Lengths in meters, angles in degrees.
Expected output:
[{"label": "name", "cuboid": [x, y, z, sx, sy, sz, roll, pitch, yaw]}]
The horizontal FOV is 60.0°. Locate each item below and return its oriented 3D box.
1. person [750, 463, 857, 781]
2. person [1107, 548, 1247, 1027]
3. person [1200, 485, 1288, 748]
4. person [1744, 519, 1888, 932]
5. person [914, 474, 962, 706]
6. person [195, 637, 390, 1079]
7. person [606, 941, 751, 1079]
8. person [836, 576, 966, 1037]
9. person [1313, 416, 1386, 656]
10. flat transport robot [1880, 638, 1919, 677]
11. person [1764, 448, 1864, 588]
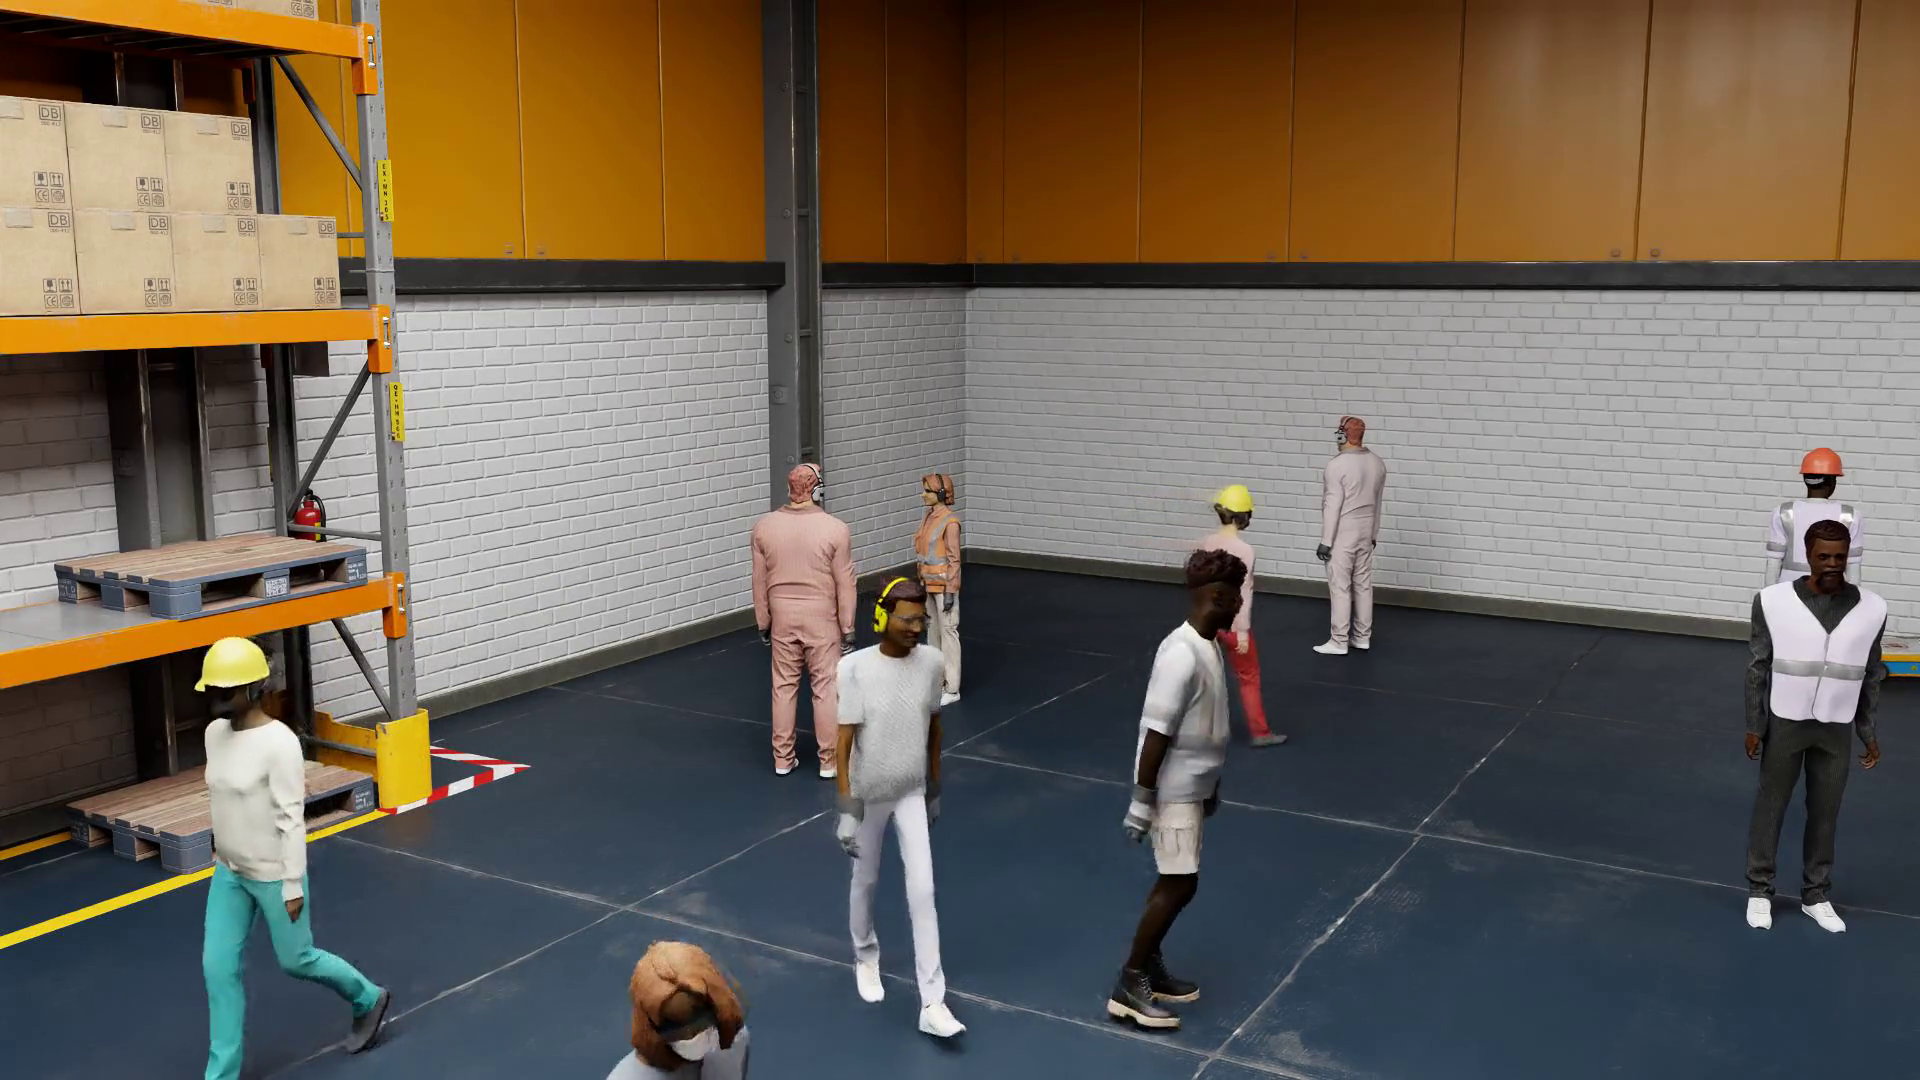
[{"label": "person", "cuboid": [-0.914, 0.488, 9.993, 0.651, 1.906, 0.403, 3, 10, 17]}, {"label": "person", "cuboid": [0.911, 0.988, 6.806, 0.480, 1.923, 0.641, 3, 9, 16]}, {"label": "person", "cuboid": [1.672, 0.507, 10.459, 0.893, 1.720, 0.535, -6, 11, -31]}, {"label": "person", "cuboid": [3.935, 0.850, 7.698, 0.587, 1.920, 0.392, 1, 9, 9]}, {"label": "person", "cuboid": [-0.147, 0.344, 11.720, 0.309, 1.641, 0.513, -4, 10, -25]}, {"label": "person", "cuboid": [-2.537, 1.189, 6.153, 0.532, 1.736, 0.808, 5, 11, 31]}, {"label": "person", "cuboid": [-0.596, 1.634, 3.792, 0.359, 1.606, 0.643, 4, 10, 26]}, {"label": "person", "cuboid": [-0.254, 1.065, 6.660, 0.535, 1.819, 0.964, -3, 10, -20]}, {"label": "person", "cuboid": [3.075, -0.032, 13.244, 0.655, 1.904, 0.407, -7, 11, -37]}, {"label": "flat transport robot", "cuboid": [7.120, 0.888, 12.583, 1.431, 0.197, 0.652, 0, 9, 3]}, {"label": "person", "cuboid": [5.419, 0.376, 10.603, 0.551, 1.932, 0.368, 4, 10, 25]}]
